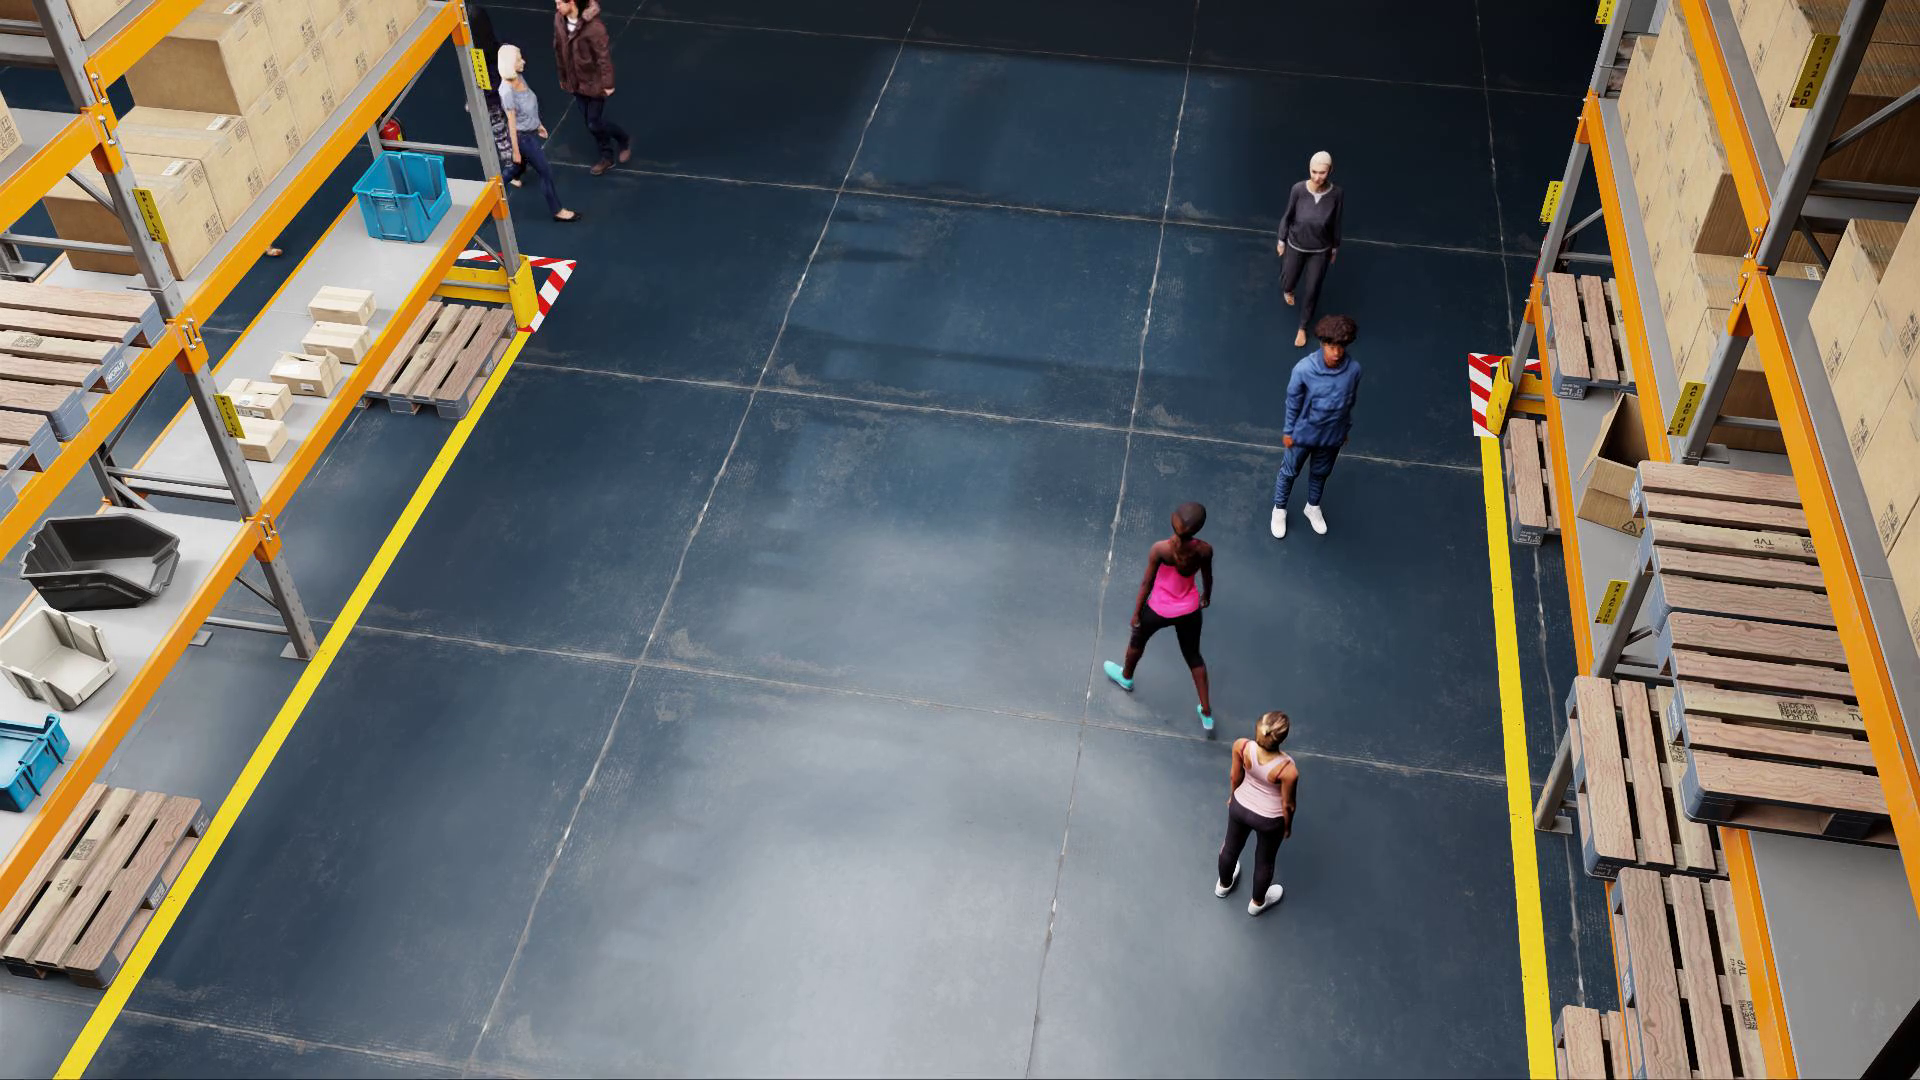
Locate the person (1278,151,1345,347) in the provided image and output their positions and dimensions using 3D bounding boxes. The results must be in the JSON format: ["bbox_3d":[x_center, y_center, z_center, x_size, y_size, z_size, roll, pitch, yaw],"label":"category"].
[{"bbox_3d":[2.799,-2.412,13.324,0.653,1.706,0.834,6,44,6],"label":"person"}]

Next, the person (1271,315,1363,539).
[{"bbox_3d":[2.476,-0.797,11.551,0.736,1.811,0.680,-5,44,-5],"label":"person"}]

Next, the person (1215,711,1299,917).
[{"bbox_3d":[1.658,1.511,9.254,0.655,1.640,0.681,28,50,26],"label":"person"}]

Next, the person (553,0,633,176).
[{"bbox_3d":[-3.326,-4.218,15.136,0.900,1.821,0.921,24,49,23],"label":"person"}]

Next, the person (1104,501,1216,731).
[{"bbox_3d":[1.390,0.492,10.288,0.980,1.687,1.128,-8,44,-9],"label":"person"}]

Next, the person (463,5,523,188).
[{"bbox_3d":[-4.139,-3.937,14.914,0.799,1.719,0.723,33,53,30],"label":"person"}]

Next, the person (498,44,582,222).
[{"bbox_3d":[-3.893,-3.507,14.481,0.812,1.694,1.078,-3,44,-3],"label":"person"}]
